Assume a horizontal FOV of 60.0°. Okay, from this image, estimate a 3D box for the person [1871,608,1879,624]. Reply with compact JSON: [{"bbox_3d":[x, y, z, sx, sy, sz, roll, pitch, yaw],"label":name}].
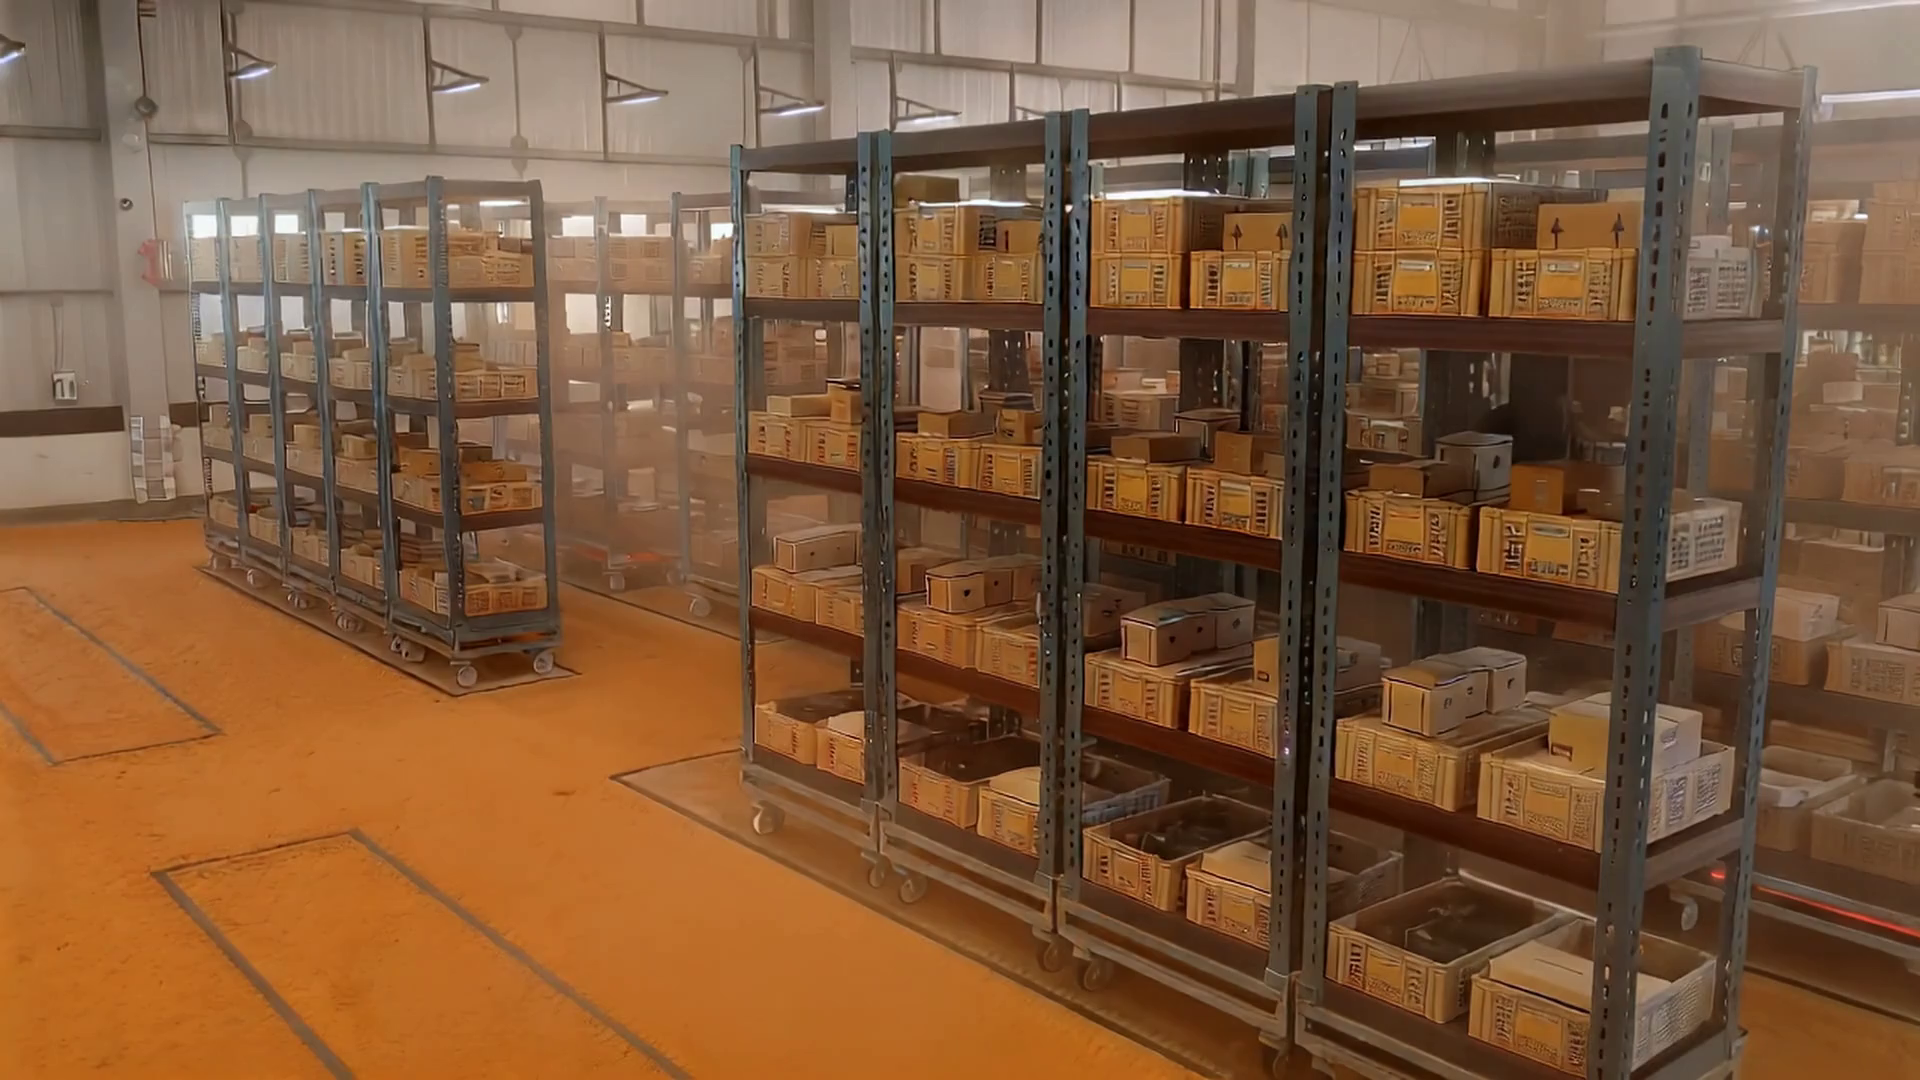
[{"bbox_3d":[6.066,0.364,10.690,0.576,1.786,1.023,-6,11,-30],"label":"person"}]
